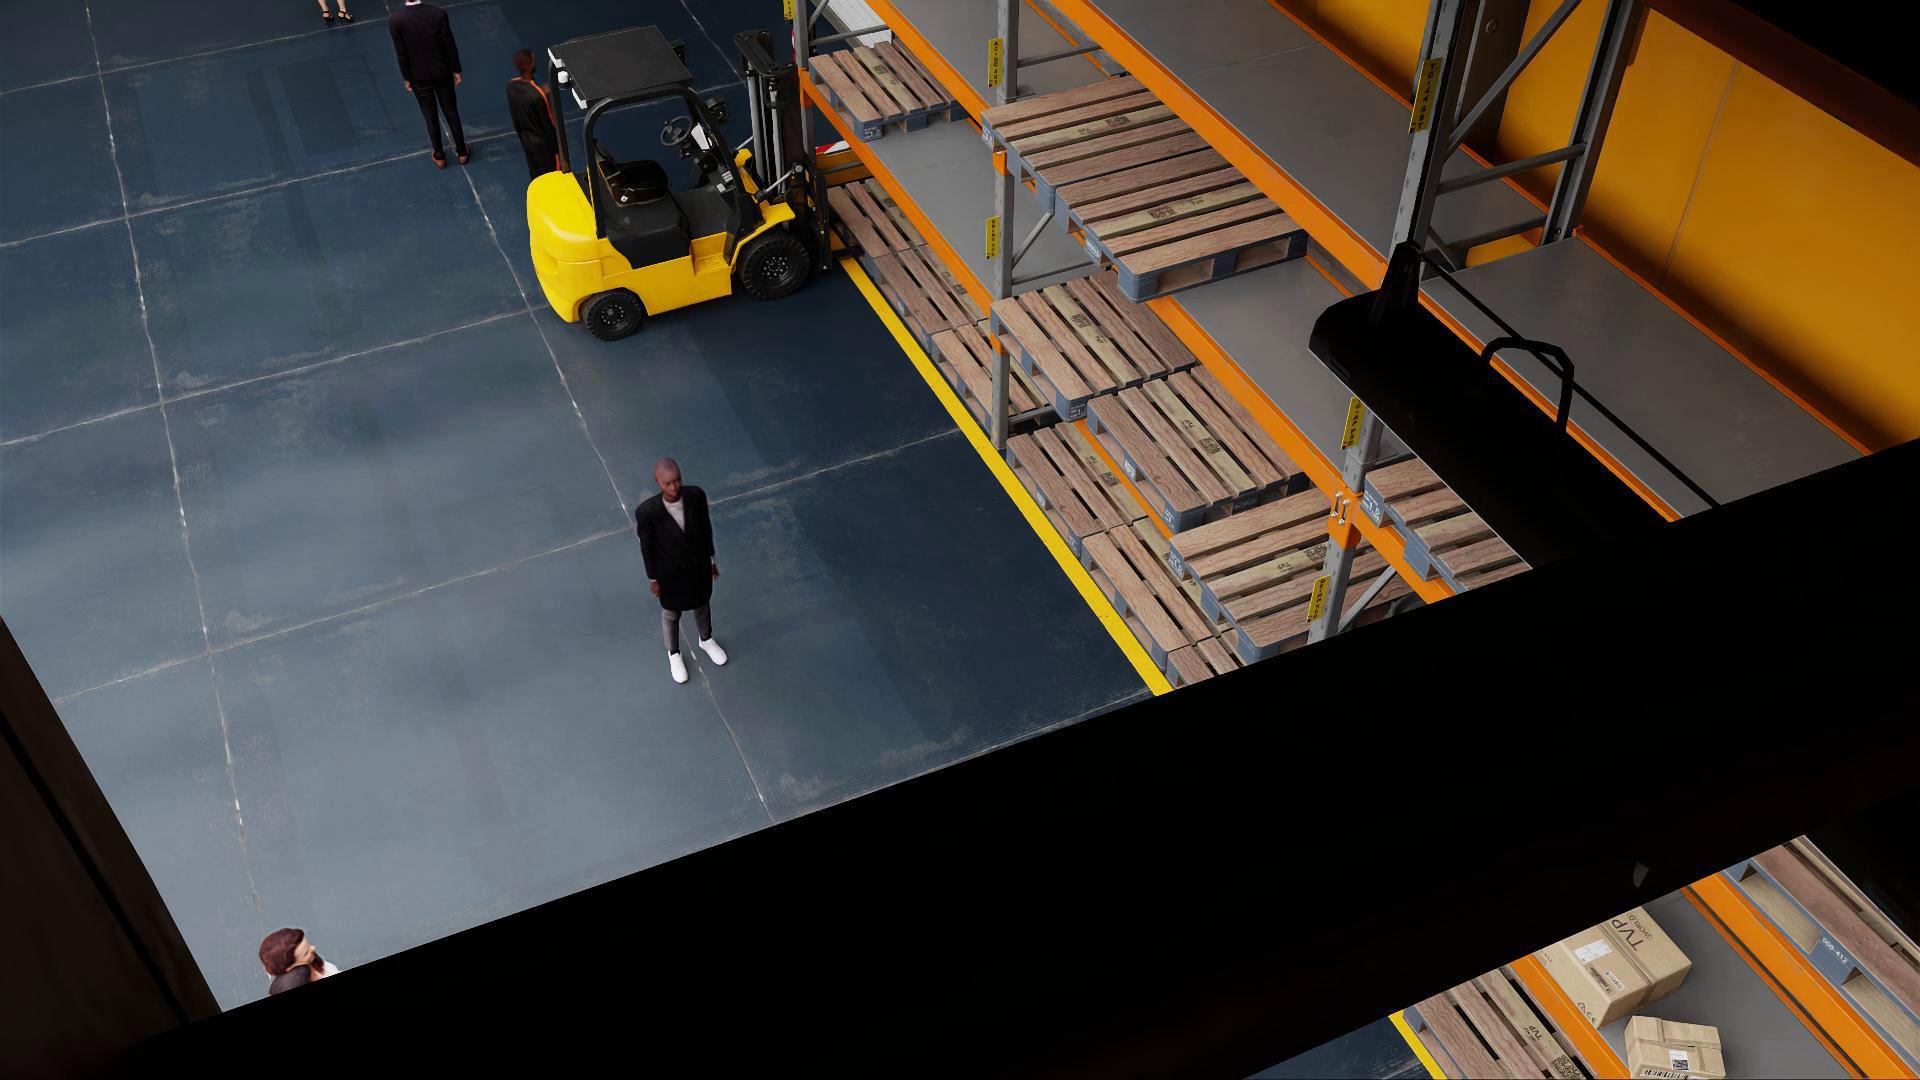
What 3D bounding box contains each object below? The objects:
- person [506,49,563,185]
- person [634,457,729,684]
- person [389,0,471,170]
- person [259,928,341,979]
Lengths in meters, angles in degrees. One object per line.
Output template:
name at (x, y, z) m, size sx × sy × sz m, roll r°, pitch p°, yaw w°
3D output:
person at (-3.655, -3.420, 14.465) m, size 0.652 × 1.810 × 0.760 m, roll 24°, pitch 48°, yaw 23°
person at (-1.803, 0.161, 10.741) m, size 0.663 × 1.762 × 0.586 m, roll -23°, pitch 48°, yaw -23°
person at (-4.896, -4.326, 15.362) m, size 0.702 × 1.884 × 0.556 m, roll -15°, pitch 46°, yaw -16°
person at (-3.131, 2.496, 8.266) m, size 0.688 × 1.795 × 0.488 m, roll -23°, pitch 48°, yaw -22°
